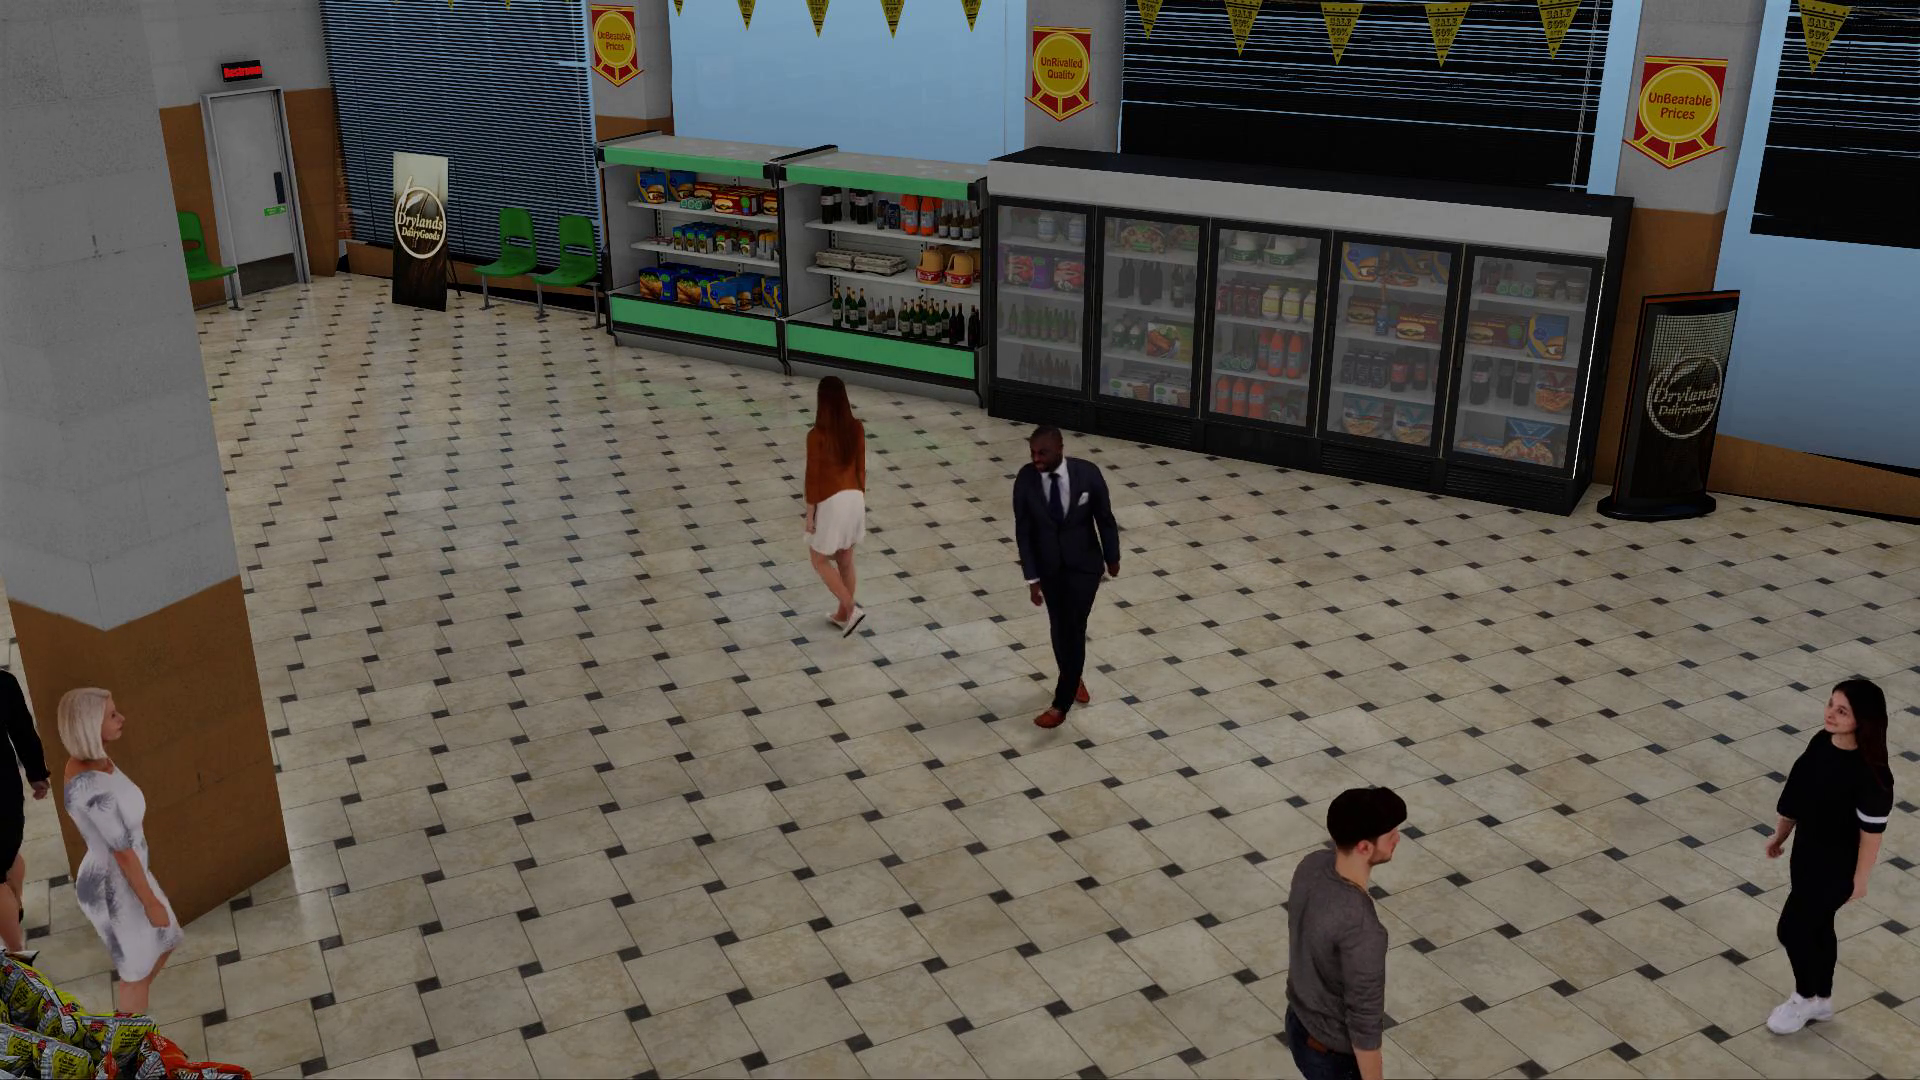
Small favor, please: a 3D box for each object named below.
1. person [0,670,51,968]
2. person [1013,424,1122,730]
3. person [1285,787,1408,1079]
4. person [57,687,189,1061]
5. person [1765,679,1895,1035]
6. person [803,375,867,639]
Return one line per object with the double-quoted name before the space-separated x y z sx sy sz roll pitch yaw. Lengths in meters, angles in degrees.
"person" -4.217 1.166 7.197 0.946 1.649 0.814 18 28 37
"person" 0.639 0.160 9.539 1.080 1.770 0.974 3 22 6
"person" 1.172 1.676 5.607 0.858 1.889 0.833 -2 22 -4
"person" -3.380 1.392 6.521 0.750 1.735 0.681 -9 24 -22
"person" 3.656 1.306 6.882 0.767 1.625 0.723 -2 22 -5
"person" -0.726 -0.172 10.448 0.783 1.710 0.921 -16 27 -35
